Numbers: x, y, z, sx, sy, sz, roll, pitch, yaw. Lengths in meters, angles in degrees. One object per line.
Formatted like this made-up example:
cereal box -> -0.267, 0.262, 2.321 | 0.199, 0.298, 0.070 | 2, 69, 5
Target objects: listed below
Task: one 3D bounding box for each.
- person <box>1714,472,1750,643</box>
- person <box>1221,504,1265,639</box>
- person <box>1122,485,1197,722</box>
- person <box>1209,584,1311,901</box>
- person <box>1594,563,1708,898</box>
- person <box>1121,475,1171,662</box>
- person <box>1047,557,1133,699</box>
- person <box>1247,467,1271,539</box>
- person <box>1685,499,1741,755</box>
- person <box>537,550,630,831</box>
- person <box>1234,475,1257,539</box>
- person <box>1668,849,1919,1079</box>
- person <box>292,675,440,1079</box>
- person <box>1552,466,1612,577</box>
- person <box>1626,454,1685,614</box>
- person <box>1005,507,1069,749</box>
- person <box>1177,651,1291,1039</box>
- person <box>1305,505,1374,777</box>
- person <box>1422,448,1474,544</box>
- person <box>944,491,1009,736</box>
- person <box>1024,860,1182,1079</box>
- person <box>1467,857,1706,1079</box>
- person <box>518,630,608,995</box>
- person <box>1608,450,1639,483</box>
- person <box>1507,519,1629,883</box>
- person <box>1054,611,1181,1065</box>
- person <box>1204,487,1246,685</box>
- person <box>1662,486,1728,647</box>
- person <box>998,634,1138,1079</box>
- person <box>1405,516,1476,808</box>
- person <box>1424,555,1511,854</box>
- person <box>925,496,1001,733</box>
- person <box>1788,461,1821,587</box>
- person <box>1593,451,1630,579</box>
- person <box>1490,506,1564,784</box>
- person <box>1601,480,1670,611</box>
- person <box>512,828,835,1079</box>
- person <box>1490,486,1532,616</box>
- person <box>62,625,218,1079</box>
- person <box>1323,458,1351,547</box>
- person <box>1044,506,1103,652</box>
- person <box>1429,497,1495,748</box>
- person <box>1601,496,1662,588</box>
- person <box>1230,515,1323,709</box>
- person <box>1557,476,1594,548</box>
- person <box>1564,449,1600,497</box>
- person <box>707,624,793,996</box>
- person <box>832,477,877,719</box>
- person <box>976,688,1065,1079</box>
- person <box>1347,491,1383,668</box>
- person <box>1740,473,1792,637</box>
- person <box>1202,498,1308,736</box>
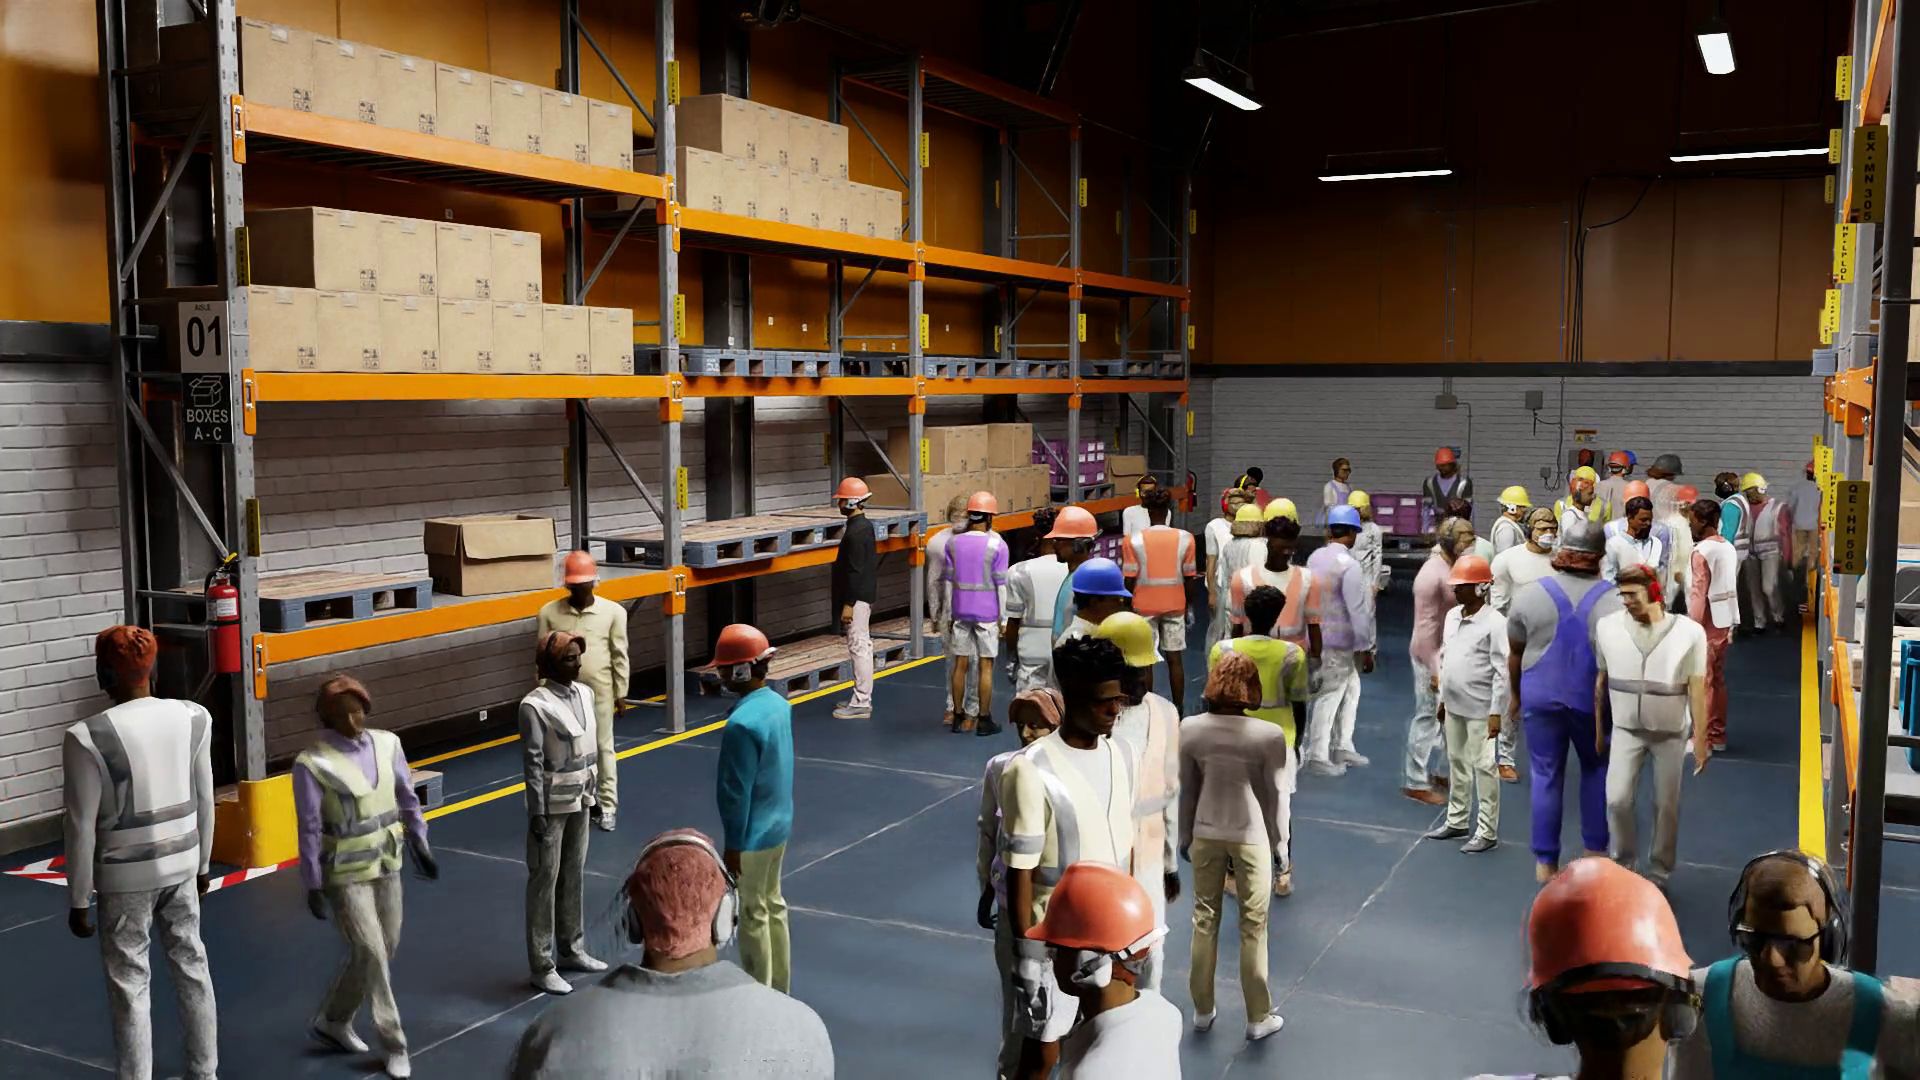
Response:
person -> 8.211, 0.188, 17.800 | 0.429, 1.831, 0.640 | 3, 6, 29
person -> 2.436, 0.564, 14.205 | 0.319, 1.740, 0.491 | -3, 6, -29
person -> 1.577, 0.542, 13.237 | 0.613, 1.963, 0.362 | -1, 5, -7
person -> 1.588, 1.085, 8.910 | 0.570, 1.687, 0.322 | 1, 5, 7
person -> 3.615, 1.032, 8.721 | 0.600, 1.818, 0.559 | 3, 6, 31
person -> 1.851, 0.288, 16.494 | 0.534, 1.868, 0.309 | -1, 5, -7
person -> 0.608, 1.049, 7.968 | 0.420, 1.939, 0.616 | 1, 5, 9
person -> 3.888, -0.115, 21.845 | 0.543, 1.684, 0.320 | -5, 7, -43
person -> 5.590, 0.650, 12.412 | 0.405, 1.909, 0.597 | 5, 7, 43
person -> -2.324, 0.930, 10.262 | 0.566, 1.743, 0.353 | 0, 5, -3
person -> 2.831, 0.274, 16.737 | 0.336, 1.855, 0.530 | 2, 6, 21
person -> 1.752, 1.530, 3.515 | 0.538, 1.798, 0.746 | 4, 7, 38
person -> -2.417, 1.330, 6.696 | 0.568, 1.606, 0.575 | 3, 6, 26
person -> 6.475, 0.184, 17.332 | 0.585, 1.922, 0.372 | 1, 5, 15
person -> 7.729, 0.031, 18.341 | 0.535, 2.000, 0.777 | -4, 7, -36
person -> 0.590, 0.758, 10.999 | 0.602, 1.956, 0.381 | -1, 5, -6
person -> 1.155, 1.281, 7.051 | 0.499, 1.634, 0.279 | 3, 6, 27
person -> 2.721, 0.714, 11.676 | 0.707, 1.903, 0.673 | -1, 5, -12
person -> 6.161, -0.175, 21.009 | 0.616, 1.972, 1.043 | 3, 6, 32
person -> 0.146, 0.579, 13.081 | 0.550, 1.925, 0.392 | 3, 6, 25
person -> 0.294, 1.548, 3.549 | 0.330, 1.751, 0.564 | 2, 6, 19
person -> 1.077, 1.513, 2.610 | 0.709, 2.003, 0.698 | -4, 7, -36
person -> -1.827, 1.225, 7.630 | 0.309, 1.641, 0.511 | 2, 6, 20
person -> 8.342, -0.163, 20.997 | 0.422, 1.938, 0.608 | -1, 5, -6
person -> 3.422, 0.870, 9.318 | 0.697, 2.000, 0.683 | 2, 6, 23
person -> 0.580, 1.207, 6.429 | 0.594, 1.909, 0.690 | -3, 6, -30
person -> 2.399, 0.447, 14.897 | 0.565, 1.847, 0.396 | -4, 7, -40
person -> 7.581, 0.285, 17.421 | 0.568, 1.703, 0.864 | -3, 6, -27
person -> 0.381, 1.272, 5.459 | 0.385, 1.958, 0.607 | 5, 7, 43
person -> 3.166, 0.794, 10.780 | 0.551, 1.915, 0.672 | 5, 7, 44
person -> 3.015, 0.961, 9.860 | 0.329, 1.750, 0.572 | -2, 6, -22
person -> 0.043, 0.583, 13.256 | 0.643, 1.885, 0.694 | 1, 5, 11
person -> 11.534, -0.215, 22.596 | 0.429, 1.732, 0.587 | -4, 7, -36
person -> 7.683, -0.047, 19.505 | 0.408, 1.984, 0.615 | -5, 7, -44
person -> 3.966, 0.728, 11.470 | 0.635, 1.932, 0.363 | 0, 5, 2
person -> 5.851, 0.446, 14.431 | 0.547, 1.937, 0.379 | 2, 6, 24
person -> -0.563, 1.526, 3.252 | 0.654, 1.867, 0.973 | 0, 5, -2
person -> 5.079, 0.414, 15.333 | 0.404, 1.832, 0.589 | 1, 5, 14
person -> -3.026, 1.247, 6.170 | 0.354, 1.877, 0.574 | 3, 6, 30
person -> 4.766, -0.113, 20.935 | 0.518, 1.843, 0.332 | -5, 7, -42
person -> 0.678, 0.822, 9.806 | 0.378, 2.045, 0.605 | -1, 5, -7
person -> 3.783, 0.635, 12.577 | 0.582, 1.911, 0.391 | -2, 6, -25
person -> 5.190, 0.607, 12.873 | 0.598, 1.908, 0.402 | -3, 6, -30
person -> 2.092, 0.779, 11.035 | 0.602, 1.913, 1.014 | 0, 5, 2
person -> 5.887, 0.333, 15.926 | 0.337, 1.882, 0.584 | 3, 6, 29
person -> 8.554, -0.308, 22.815 | 0.355, 1.887, 0.573 | -3, 6, -30
person -> -0.902, 1.225, 7.110 | 0.355, 1.739, 0.573 | 1, 5, 12
person -> -0.871, 0.477, 13.787 | 0.377, 1.995, 0.612 | 0, 5, 3
person -> 0.299, 1.359, 6.185 | 0.522, 1.640, 0.306 | 3, 6, 28
person -> 3.854, 0.391, 16.135 | 0.377, 1.733, 0.486 | -5, 7, -44
person -> 8.775, 0.170, 18.195 | 0.405, 1.798, 0.619 | -4, 6, -35
person -> 2.315, 0.618, 12.849 | 0.763, 1.897, 0.602 | -2, 6, -19
